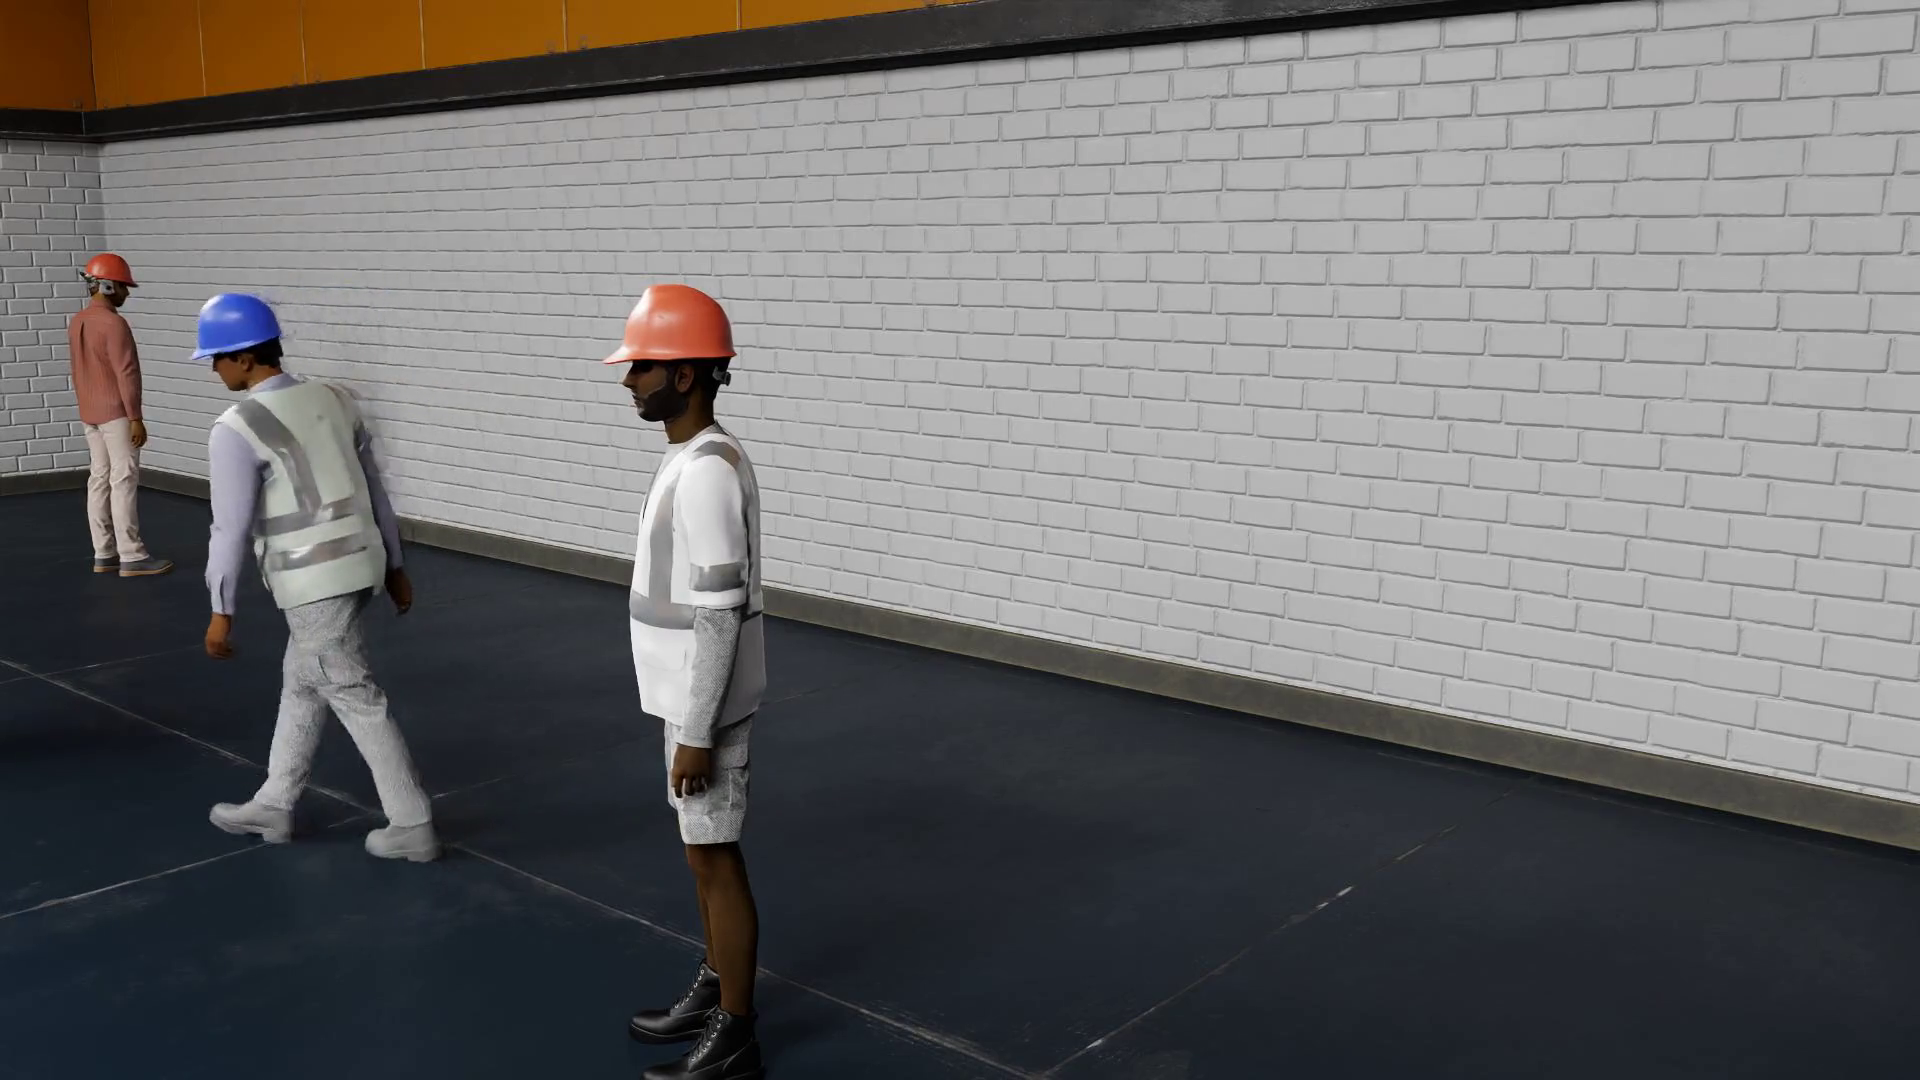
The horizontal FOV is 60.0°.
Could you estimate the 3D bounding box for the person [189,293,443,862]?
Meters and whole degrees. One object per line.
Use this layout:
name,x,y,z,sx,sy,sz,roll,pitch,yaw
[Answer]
person,-2.163,0.143,5.443,0.970,1.870,0.621,2,10,11

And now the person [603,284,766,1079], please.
person,-0.648,0.366,3.993,0.355,1.938,0.545,-2,10,-14

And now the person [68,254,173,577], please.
person,-5.235,-0.768,10.313,0.609,1.985,0.392,7,12,35
